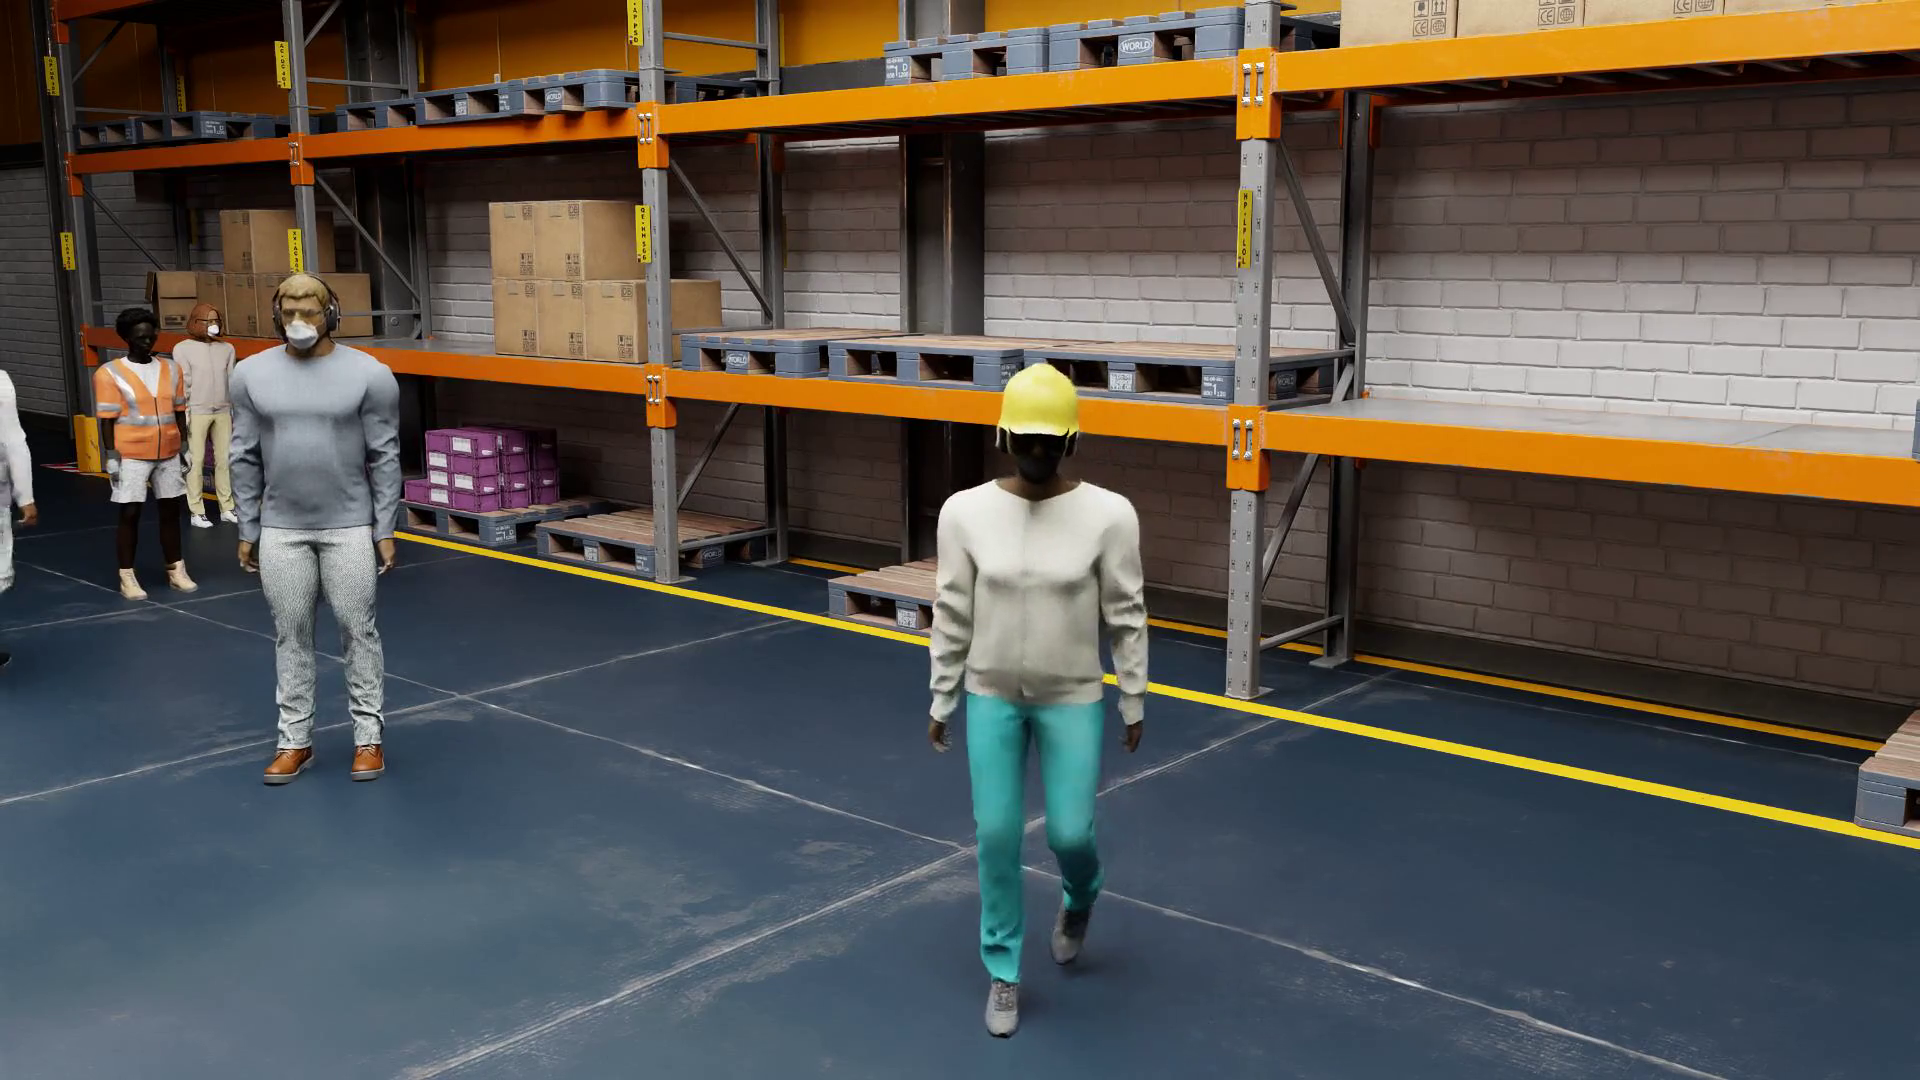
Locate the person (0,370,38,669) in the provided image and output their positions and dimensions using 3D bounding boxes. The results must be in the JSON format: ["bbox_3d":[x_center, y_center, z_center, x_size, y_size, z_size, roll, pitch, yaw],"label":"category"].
[{"bbox_3d":[-4.600,-0.201,7.601,0.582,1.804,0.726,0,10,0],"label":"person"}]

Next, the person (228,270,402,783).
[{"bbox_3d":[-2.430,-0.041,6.307,0.632,1.940,0.372,-1,10,-7],"label":"person"}]

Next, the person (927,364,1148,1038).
[{"bbox_3d":[0.207,0.399,4.344,0.566,1.743,0.543,2,10,10],"label":"person"}]

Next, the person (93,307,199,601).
[{"bbox_3d":[-4.704,-0.496,9.616,0.320,1.687,0.533,7,12,34],"label":"person"}]

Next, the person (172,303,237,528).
[{"bbox_3d":[-5.475,-0.908,12.137,0.277,1.629,0.496,6,12,33],"label":"person"}]

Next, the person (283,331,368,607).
[{"bbox_3d":[-3.728,-0.464,9.488,0.792,1.669,0.532,7,12,36],"label":"person"}]
